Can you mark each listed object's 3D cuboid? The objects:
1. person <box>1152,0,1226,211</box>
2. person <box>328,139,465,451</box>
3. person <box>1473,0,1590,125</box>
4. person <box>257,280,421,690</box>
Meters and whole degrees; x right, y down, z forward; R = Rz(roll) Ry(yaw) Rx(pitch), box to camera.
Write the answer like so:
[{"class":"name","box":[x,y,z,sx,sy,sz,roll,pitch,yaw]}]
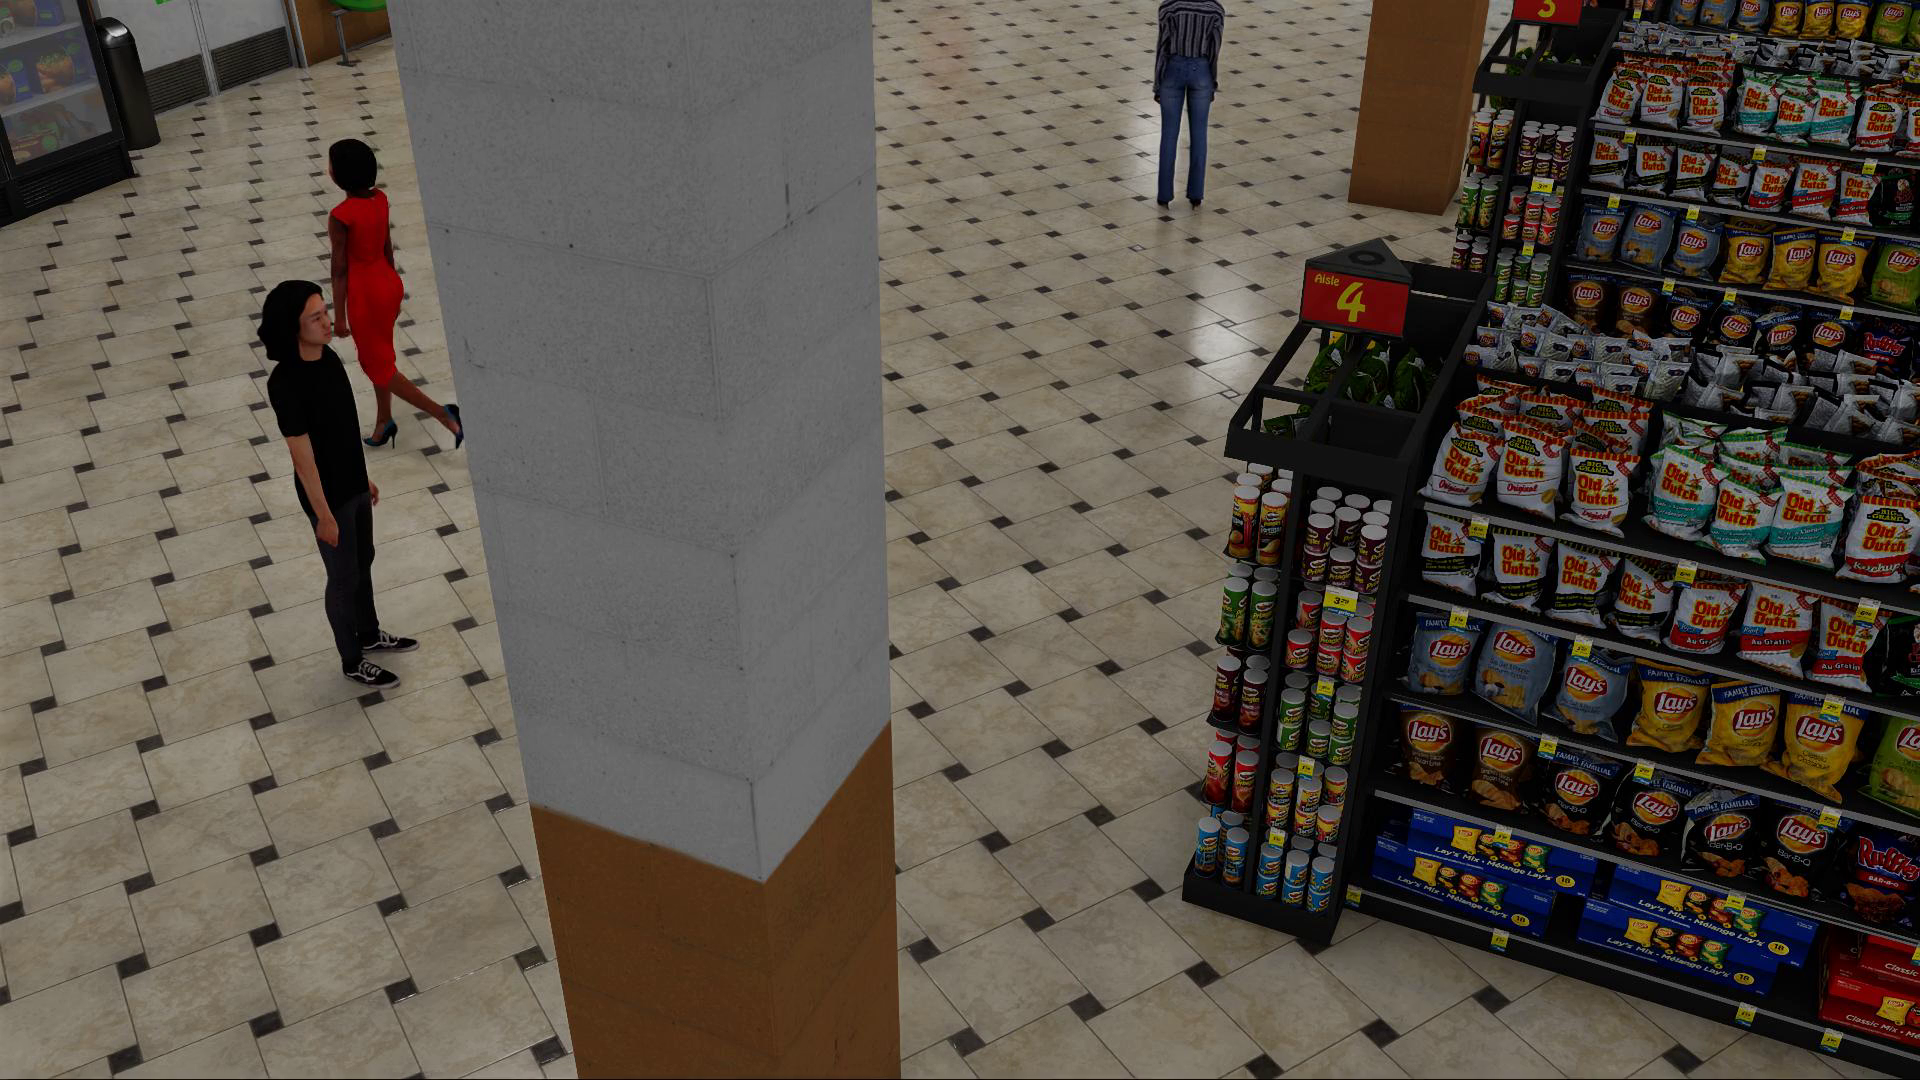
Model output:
[{"class":"person","box":[1.604,-3.218,11.769,0.624,1.792,0.752,-1,32,-1]},{"class":"person","box":[-2.953,-1.186,8.568,1.004,1.725,0.691,8,33,13]},{"class":"person","box":[4.379,-3.676,12.557,1.165,1.738,0.780,25,40,34]},{"class":"person","box":[-2.614,-0.236,6.935,0.669,1.836,0.703,2,32,3]}]
